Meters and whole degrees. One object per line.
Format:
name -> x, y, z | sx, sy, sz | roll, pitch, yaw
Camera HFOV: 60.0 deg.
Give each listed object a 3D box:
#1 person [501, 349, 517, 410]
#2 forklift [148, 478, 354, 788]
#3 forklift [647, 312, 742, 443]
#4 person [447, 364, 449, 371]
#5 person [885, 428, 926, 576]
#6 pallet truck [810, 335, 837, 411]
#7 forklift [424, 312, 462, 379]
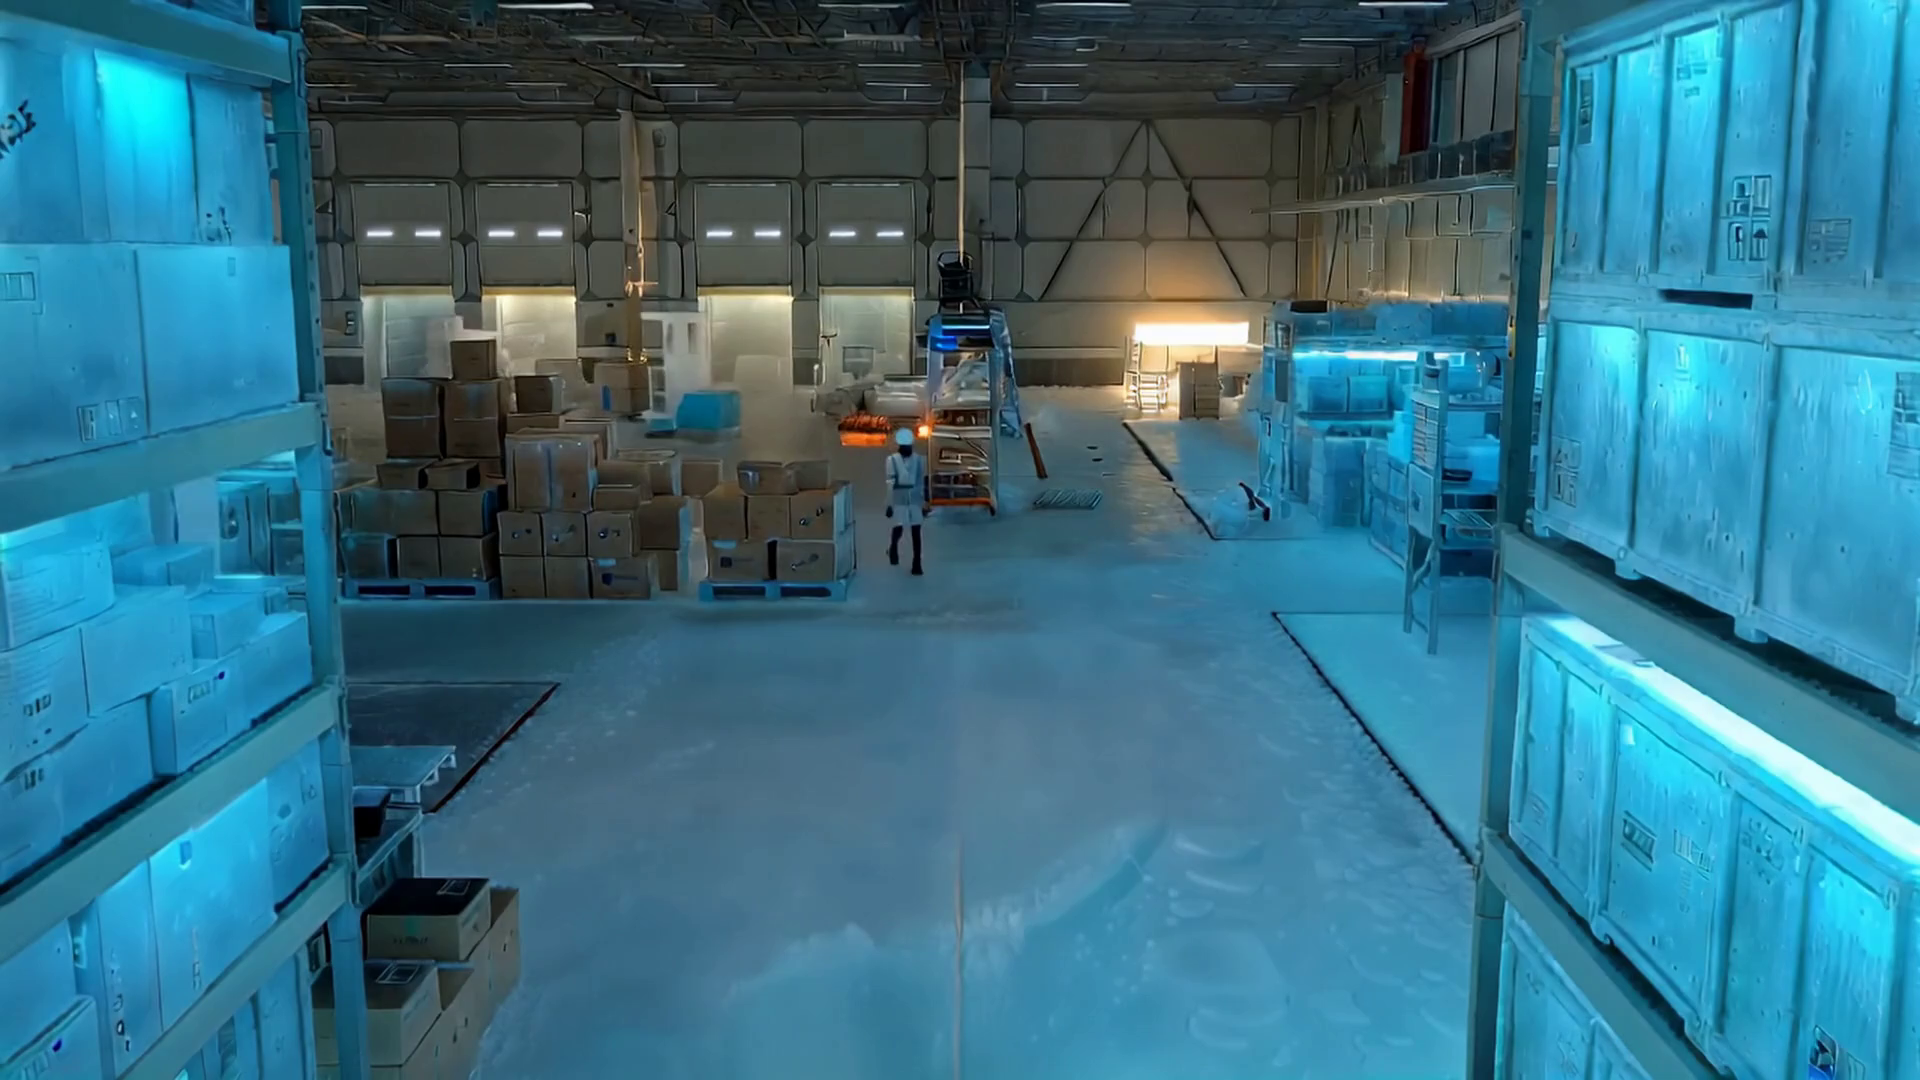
person -> -11.584, -4.100, 42.857 | 0.405, 1.658, 0.599 | -7, 12, -35
forklift -> -5.250, 0.771, 11.255 | 1.873, 2.768, 1.129 | 0, 10, 1
forklift -> -5.831, -3.601, 36.477 | 1.873, 2.768, 1.129 | 6, 12, 31
person -> -11.551, -3.405, 38.107 | 0.350, 1.929, 0.627 | -2, 10, -10
person -> -0.719, -0.516, 21.492 | 0.572, 1.910, 0.677 | -3, 10, -15
pallet truck -> -3.021, -4.312, 43.126 | 1.885, 1.965, 0.823 | 3, 10, 17
forklift -> -11.151, -3.527, 36.050 | 1.129, 2.768, 1.873 | 8, 12, 37
